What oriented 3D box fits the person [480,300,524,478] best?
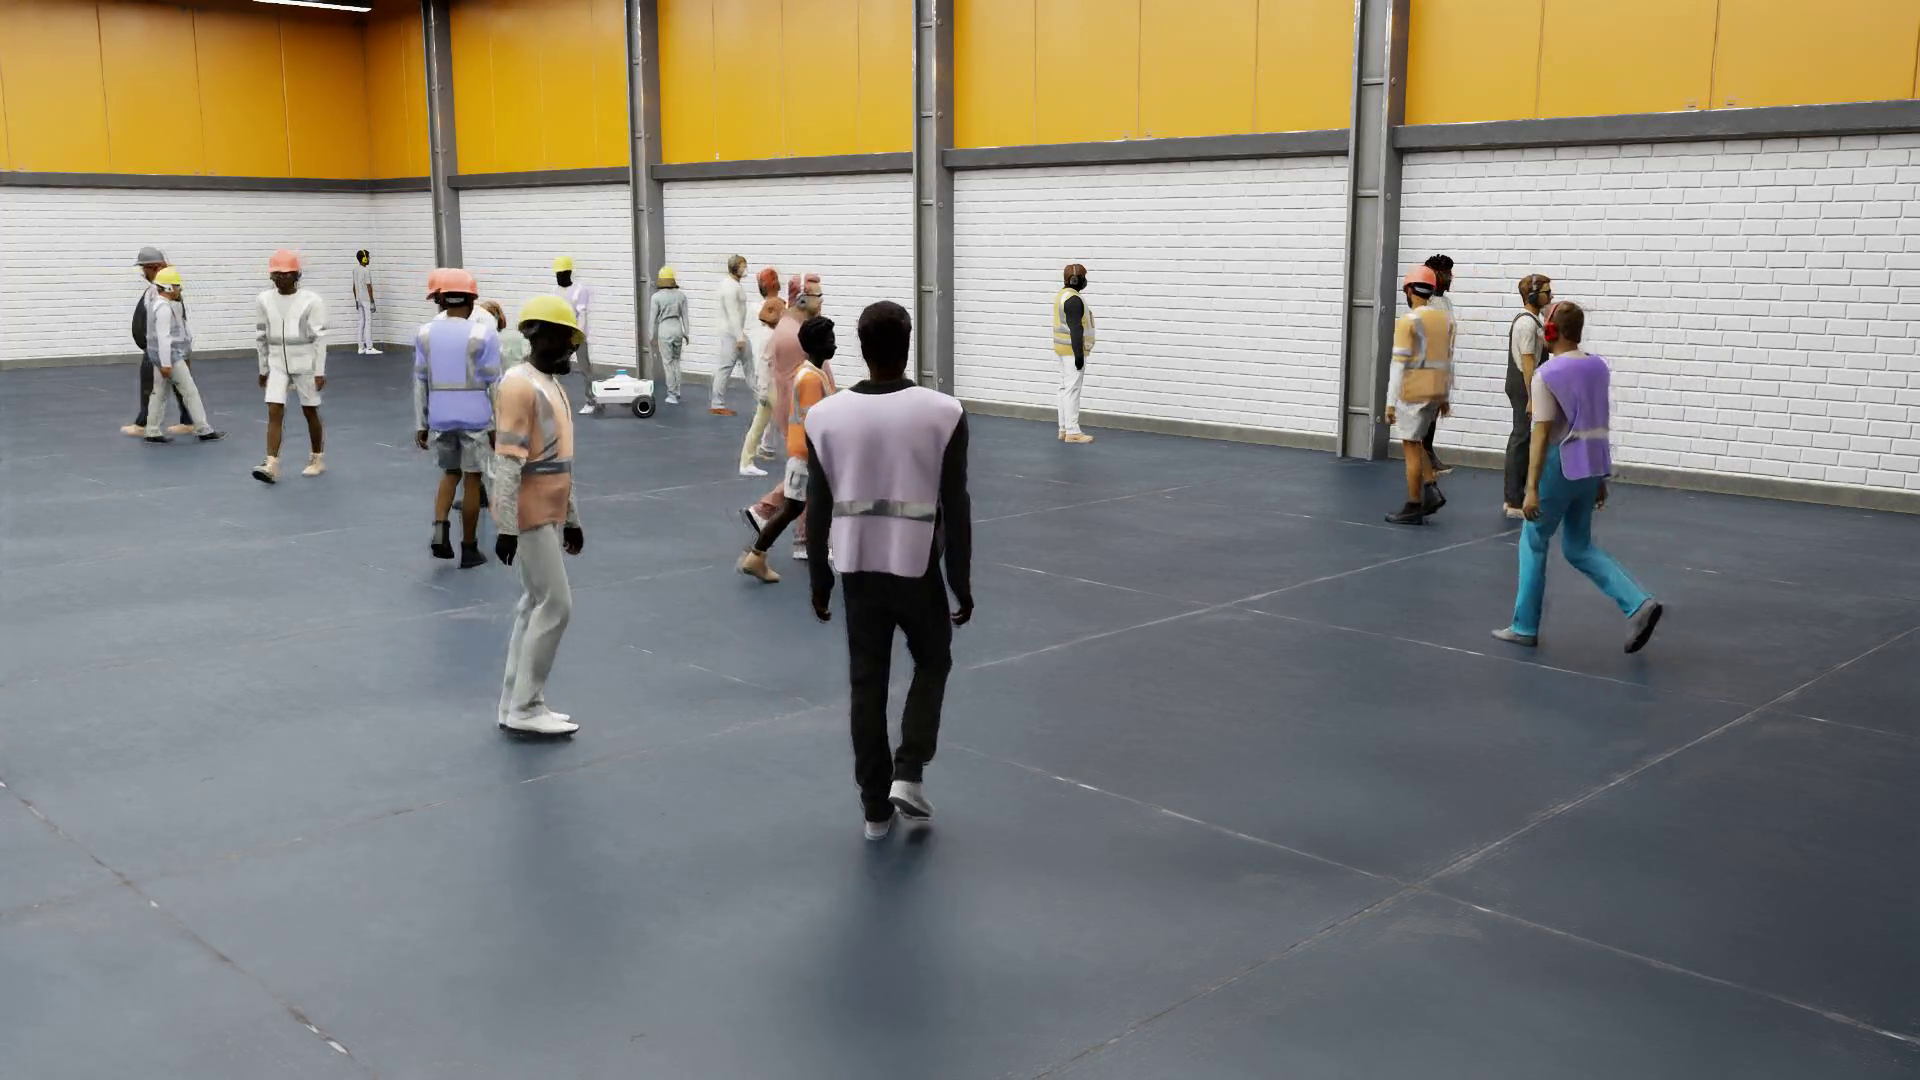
[{"bbox_3d":[-4.024,-1.273,14.314,0.489,1.592,0.845,-7,12,-32],"label":"person"}]

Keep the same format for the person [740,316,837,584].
[{"bbox_3d":[-0.945,-0.540,10.156,0.852,1.657,0.549,0,10,2],"label":"person"}]

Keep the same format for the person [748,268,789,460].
[{"bbox_3d":[-1.689,-1.595,15.447,0.601,1.826,1.006,-7,12,-32],"label":"person"}]

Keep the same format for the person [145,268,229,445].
[{"bbox_3d":[-7.946,-1.862,16.962,0.855,1.795,0.605,-7,12,-33],"label":"person"}]

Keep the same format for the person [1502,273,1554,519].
[{"bbox_3d":[4.302,-1.082,12.579,0.345,1.847,0.508,2,11,13],"label":"person"}]

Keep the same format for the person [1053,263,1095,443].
[{"bbox_3d":[1.185,-1.934,17.238,0.429,1.844,0.627,-2,11,-8],"label":"person"}]

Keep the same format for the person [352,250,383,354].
[{"bbox_3d":[-10.708,-4.283,29.966,0.532,1.871,0.319,8,13,36],"label":"person"}]

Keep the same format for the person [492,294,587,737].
[{"bbox_3d":[-1.816,-0.107,7.173,0.442,1.873,0.667,-1,10,-4],"label":"person"}]

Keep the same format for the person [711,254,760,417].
[{"bbox_3d":[-2.517,-2.384,19.541,0.929,1.893,0.646,0,10,2],"label":"person"}]

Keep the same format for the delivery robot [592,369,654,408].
[{"bbox_3d":[-3.961,-1.760,19.541,0.707,0.478,0.477,-2,11,-11],"label":"delivery robot"}]

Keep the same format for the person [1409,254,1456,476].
[{"bbox_3d":[4.216,-1.552,14.811,0.367,1.966,0.606,8,13,39],"label":"person"}]

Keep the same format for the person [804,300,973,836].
[{"bbox_3d":[-0.253,0.109,5.920,0.615,1.903,0.457,2,11,10],"label":"person"}]

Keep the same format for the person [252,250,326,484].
[{"bbox_3d":[-5.809,-1.485,14.350,0.652,1.994,1.011,0,10,0],"label":"person"}]

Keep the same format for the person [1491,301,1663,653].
[{"bbox_3d":[3.145,-0.304,8.452,0.610,1.811,0.763,-7,13,-35],"label":"person"}]

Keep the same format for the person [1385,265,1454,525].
[{"bbox_3d":[3.364,-1.062,12.292,0.665,1.910,0.428,-8,13,-36],"label":"person"}]

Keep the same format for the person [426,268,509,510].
[{"bbox_3d":[-3.711,-1.151,12.854,0.736,1.884,0.451,3,11,14],"label":"person"}]

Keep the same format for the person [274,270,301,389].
[{"bbox_3d":[-9.306,-3.022,23.167,0.430,1.844,0.624,-3,11,-16],"label":"person"}]

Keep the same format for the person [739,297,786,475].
[{"bbox_3d":[-1.588,-1.345,14.690,0.842,1.579,0.519,0,10,2],"label":"person"}]

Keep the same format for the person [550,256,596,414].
[{"bbox_3d":[-4.650,-2.387,19.593,0.597,1.876,0.997,5,11,25],"label":"person"}]

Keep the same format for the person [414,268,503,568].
[{"bbox_3d":[-3.187,-0.770,10.675,0.560,1.919,0.439,2,11,9],"label":"person"}]

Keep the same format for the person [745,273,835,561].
[{"bbox_3d":[-1.085,-0.792,10.878,0.579,1.890,0.651,0,10,-1],"label":"person"}]

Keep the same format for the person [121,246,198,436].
[{"bbox_3d":[-8.620,-2.123,17.719,0.872,2.000,0.712,-4,11,-20],"label":"person"}]

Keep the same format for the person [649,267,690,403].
[{"bbox_3d":[-3.735,-2.618,21.254,0.506,1.723,0.499,-7,13,-34],"label":"person"}]
